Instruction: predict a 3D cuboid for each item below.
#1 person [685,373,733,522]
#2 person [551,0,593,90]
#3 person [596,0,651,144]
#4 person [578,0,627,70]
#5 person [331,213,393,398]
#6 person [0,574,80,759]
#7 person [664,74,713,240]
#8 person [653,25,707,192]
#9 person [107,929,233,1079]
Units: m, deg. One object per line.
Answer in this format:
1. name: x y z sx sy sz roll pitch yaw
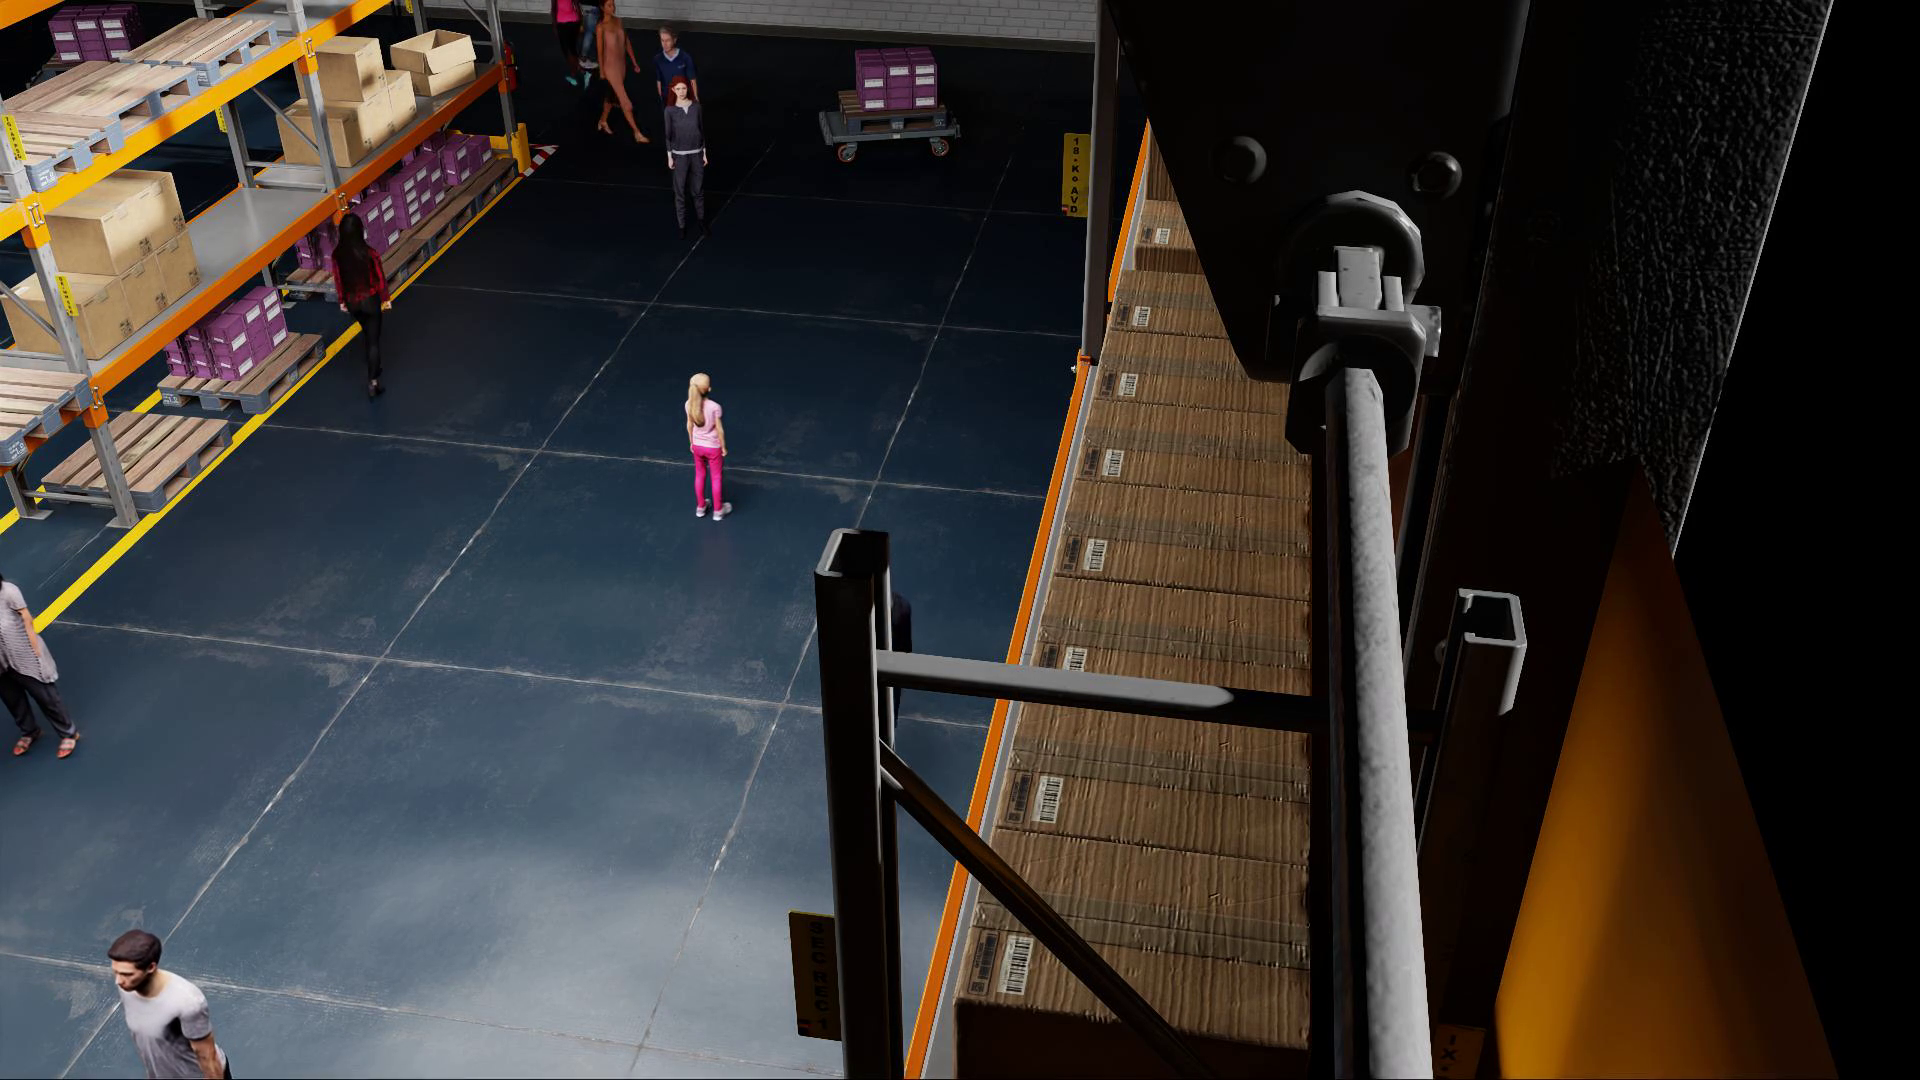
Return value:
1. person: -2.026 -0.754 13.296 0.519 1.269 0.523 12 35 17
2. person: -5.136 -6.768 21.953 1.013 1.700 1.000 -25 41 -33
3. person: -4.290 -5.769 20.377 0.937 1.781 1.128 19 38 26
4. person: -5.099 -7.324 22.726 1.212 1.770 1.121 -24 41 -32
5. person: -5.386 -2.073 14.964 0.616 1.617 0.769 4 34 6
6. person: -6.155 0.719 10.778 0.648 1.602 0.674 2 34 3
7. person: -2.940 -4.133 17.918 0.656 1.780 0.665 -12 35 -17
8. person: -3.228 -5.015 19.188 0.723 1.842 1.103 3 34 5
9. person: -3.614 2.511 7.846 0.696 1.863 0.631 13 36 18
